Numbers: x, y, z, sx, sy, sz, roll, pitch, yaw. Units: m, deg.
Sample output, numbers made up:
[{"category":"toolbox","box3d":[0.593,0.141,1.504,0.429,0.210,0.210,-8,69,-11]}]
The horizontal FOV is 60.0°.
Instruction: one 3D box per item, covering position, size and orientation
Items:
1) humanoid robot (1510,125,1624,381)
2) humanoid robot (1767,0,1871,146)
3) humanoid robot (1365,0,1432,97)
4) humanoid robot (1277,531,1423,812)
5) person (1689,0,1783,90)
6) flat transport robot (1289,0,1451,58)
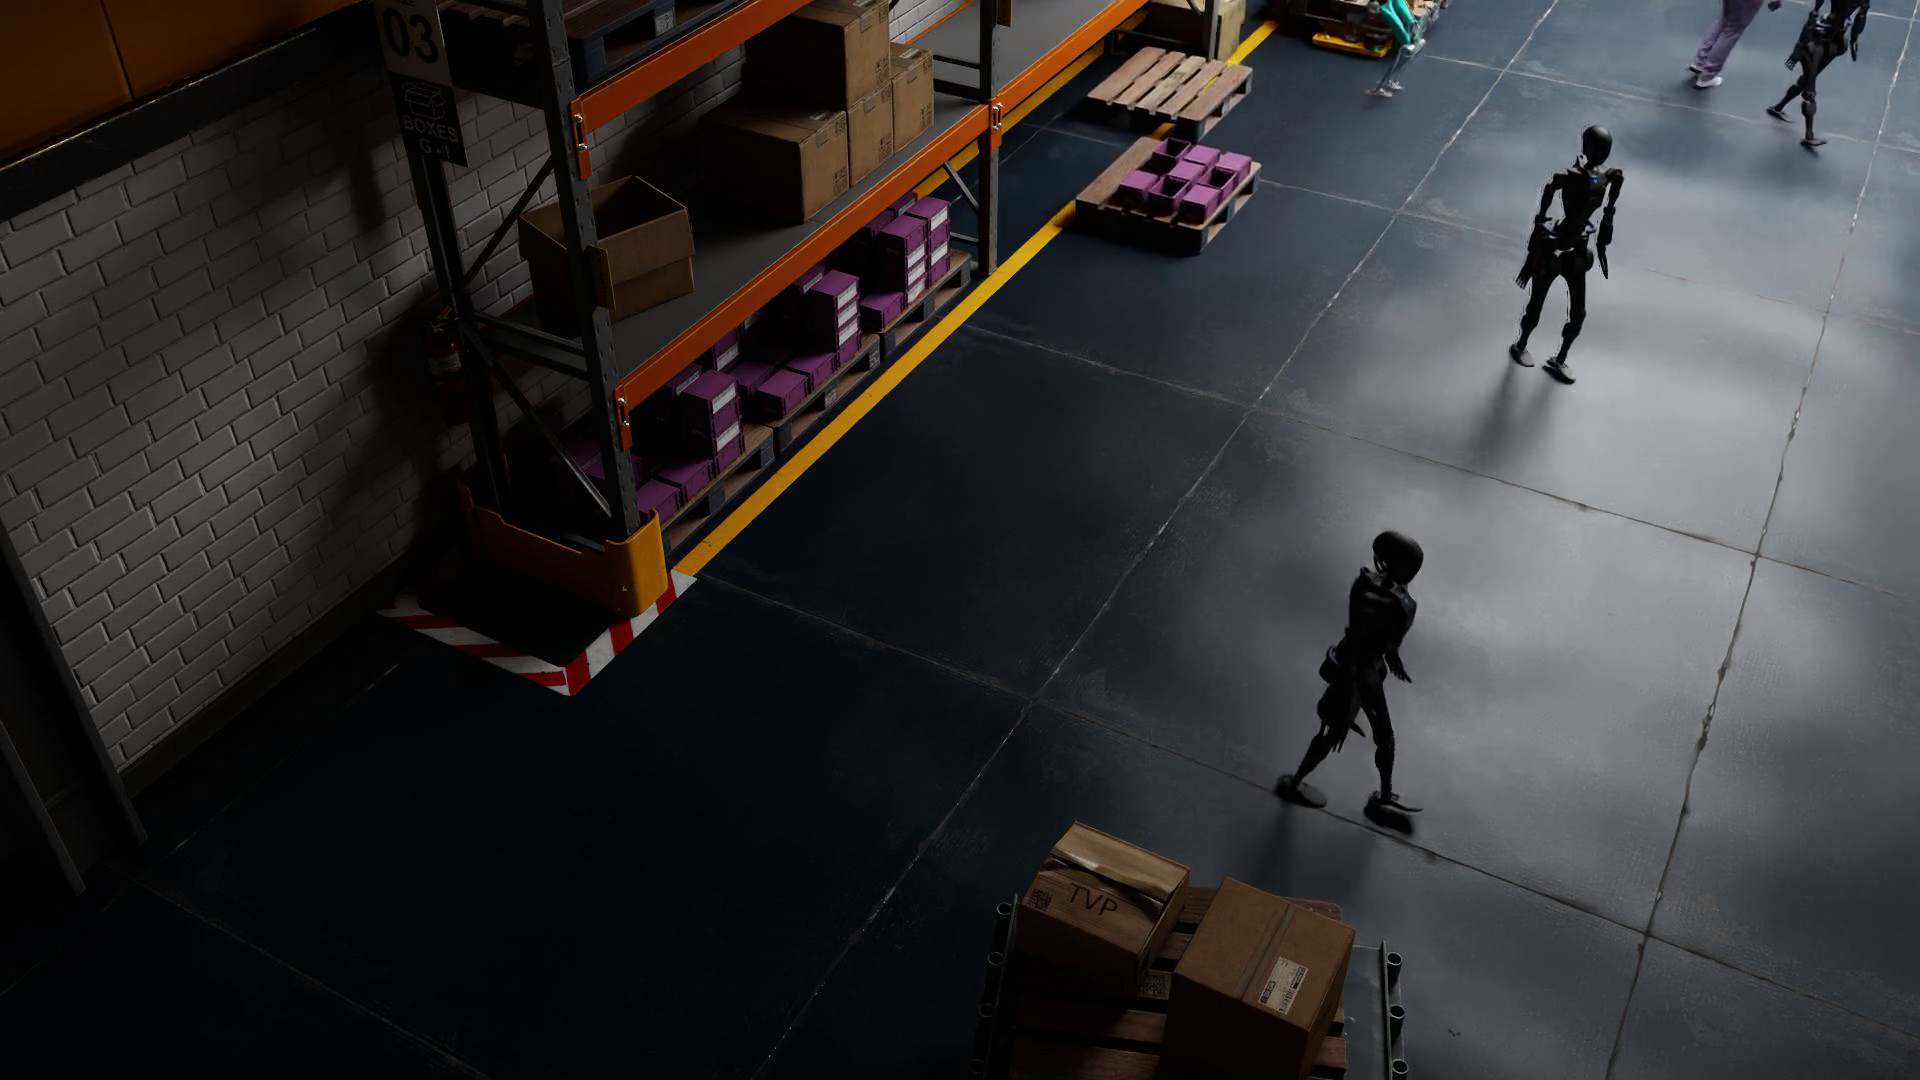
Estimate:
[{"category":"humanoid robot","box3d":[3.773,-1.759,10.290,0.590,1.645,0.593,-9,40,-11]},{"category":"humanoid robot","box3d":[6.824,-3.945,13.076,0.609,1.599,0.822,-11,40,-14]},{"category":"humanoid robot","box3d":[3.647,-4.497,13.667,0.677,1.788,0.544,27,46,30]},{"category":"humanoid robot","box3d":[1.812,0.622,7.324,0.643,1.637,0.602,24,45,27]},{"category":"person","box3d":[6.523,-4.597,13.687,0.495,1.869,0.726,-15,41,-18]},{"category":"flat transport robot","box3d":[3.766,-4.783,15.198,0.659,0.231,1.431,19,42,22]}]
